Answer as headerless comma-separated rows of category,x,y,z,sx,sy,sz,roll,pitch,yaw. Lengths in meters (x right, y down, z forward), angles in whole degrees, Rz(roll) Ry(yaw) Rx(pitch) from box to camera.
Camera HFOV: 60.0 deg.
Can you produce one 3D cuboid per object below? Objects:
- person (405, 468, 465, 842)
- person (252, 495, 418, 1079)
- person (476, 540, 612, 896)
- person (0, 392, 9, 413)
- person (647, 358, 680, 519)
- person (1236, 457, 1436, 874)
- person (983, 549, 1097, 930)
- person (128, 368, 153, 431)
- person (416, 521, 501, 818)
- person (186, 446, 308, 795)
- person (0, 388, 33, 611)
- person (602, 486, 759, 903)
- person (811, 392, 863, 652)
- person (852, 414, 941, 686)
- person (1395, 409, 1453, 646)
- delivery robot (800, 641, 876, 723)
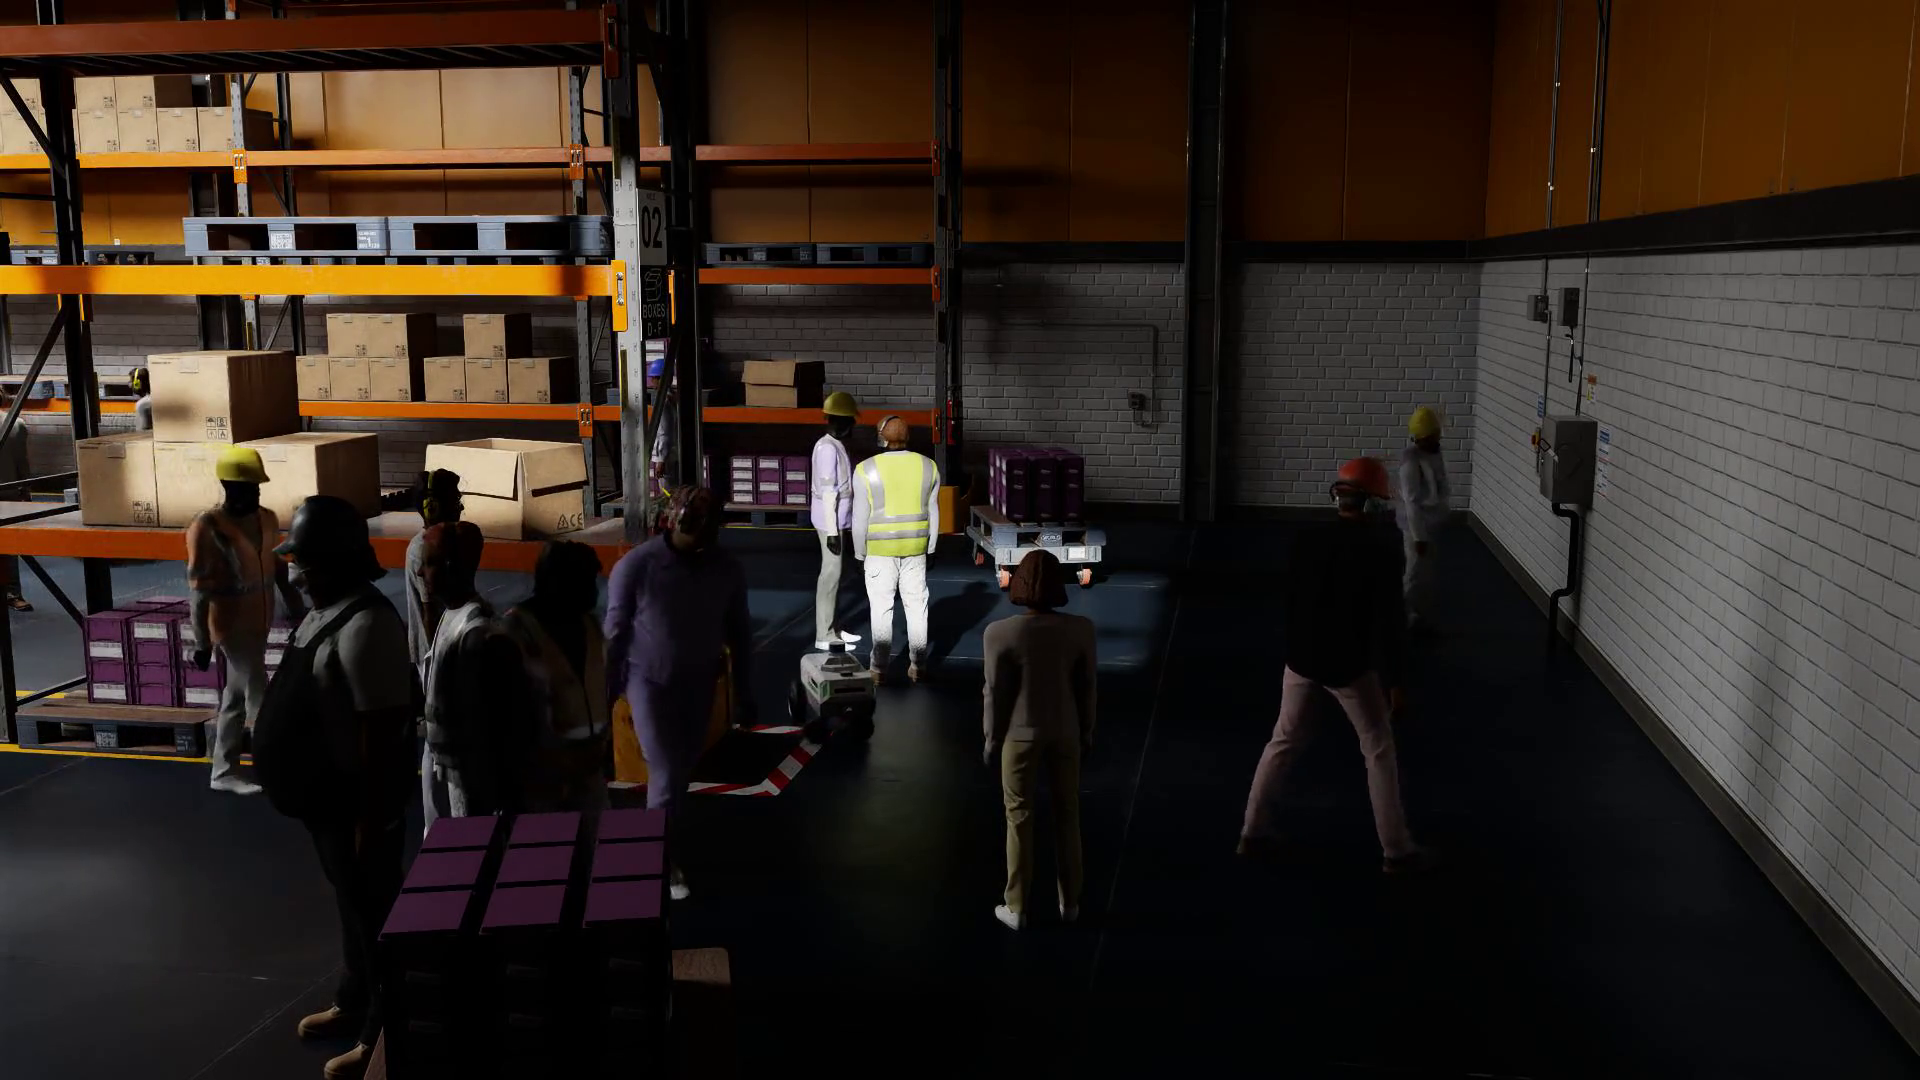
person,-2.470,0.587,7.974,0.328,1.872,0.508,-3,10,-17
person,-2.172,0.850,5.808,0.536,2.000,0.680,-5,11,-30
person,-1.462,0.916,6.113,0.858,1.800,0.718,6,11,32
person,-10.080,-0.813,17.417,0.455,1.619,0.540,0,9,-2
person,-2.902,-0.823,16.478,0.404,1.945,0.615,0,9,3
person,1.815,0.589,7.799,0.813,1.939,0.574,8,12,42
person,0.337,0.849,7.079,0.500,1.633,0.281,-2,9,-12
person,-8.301,-0.829,16.893,0.910,1.822,0.498,1,9,8
person,-1.834,0.857,6.253,0.337,1.882,0.583,-4,10,-25
person,-3.646,0.452,8.725,0.887,1.889,0.613,2,9,13
person,-7.893,-0.349,13.580,0.377,1.936,0.628,7,12,38
person,-1.266,0.673,7.475,0.665,1.856,0.656,-8,12,-39
person,-0.906,-0.141,12.331,0.385,1.919,0.585,0,9,2
person,-0.444,0.070,11.261,0.627,1.847,0.429,-4,10,-21
person,3.483,-0.102,12.542,0.419,1.787,0.641,5,10,28
delivery robot,-0.743,0.856,10.078,0.477,0.478,0.707,-3,10,-16
